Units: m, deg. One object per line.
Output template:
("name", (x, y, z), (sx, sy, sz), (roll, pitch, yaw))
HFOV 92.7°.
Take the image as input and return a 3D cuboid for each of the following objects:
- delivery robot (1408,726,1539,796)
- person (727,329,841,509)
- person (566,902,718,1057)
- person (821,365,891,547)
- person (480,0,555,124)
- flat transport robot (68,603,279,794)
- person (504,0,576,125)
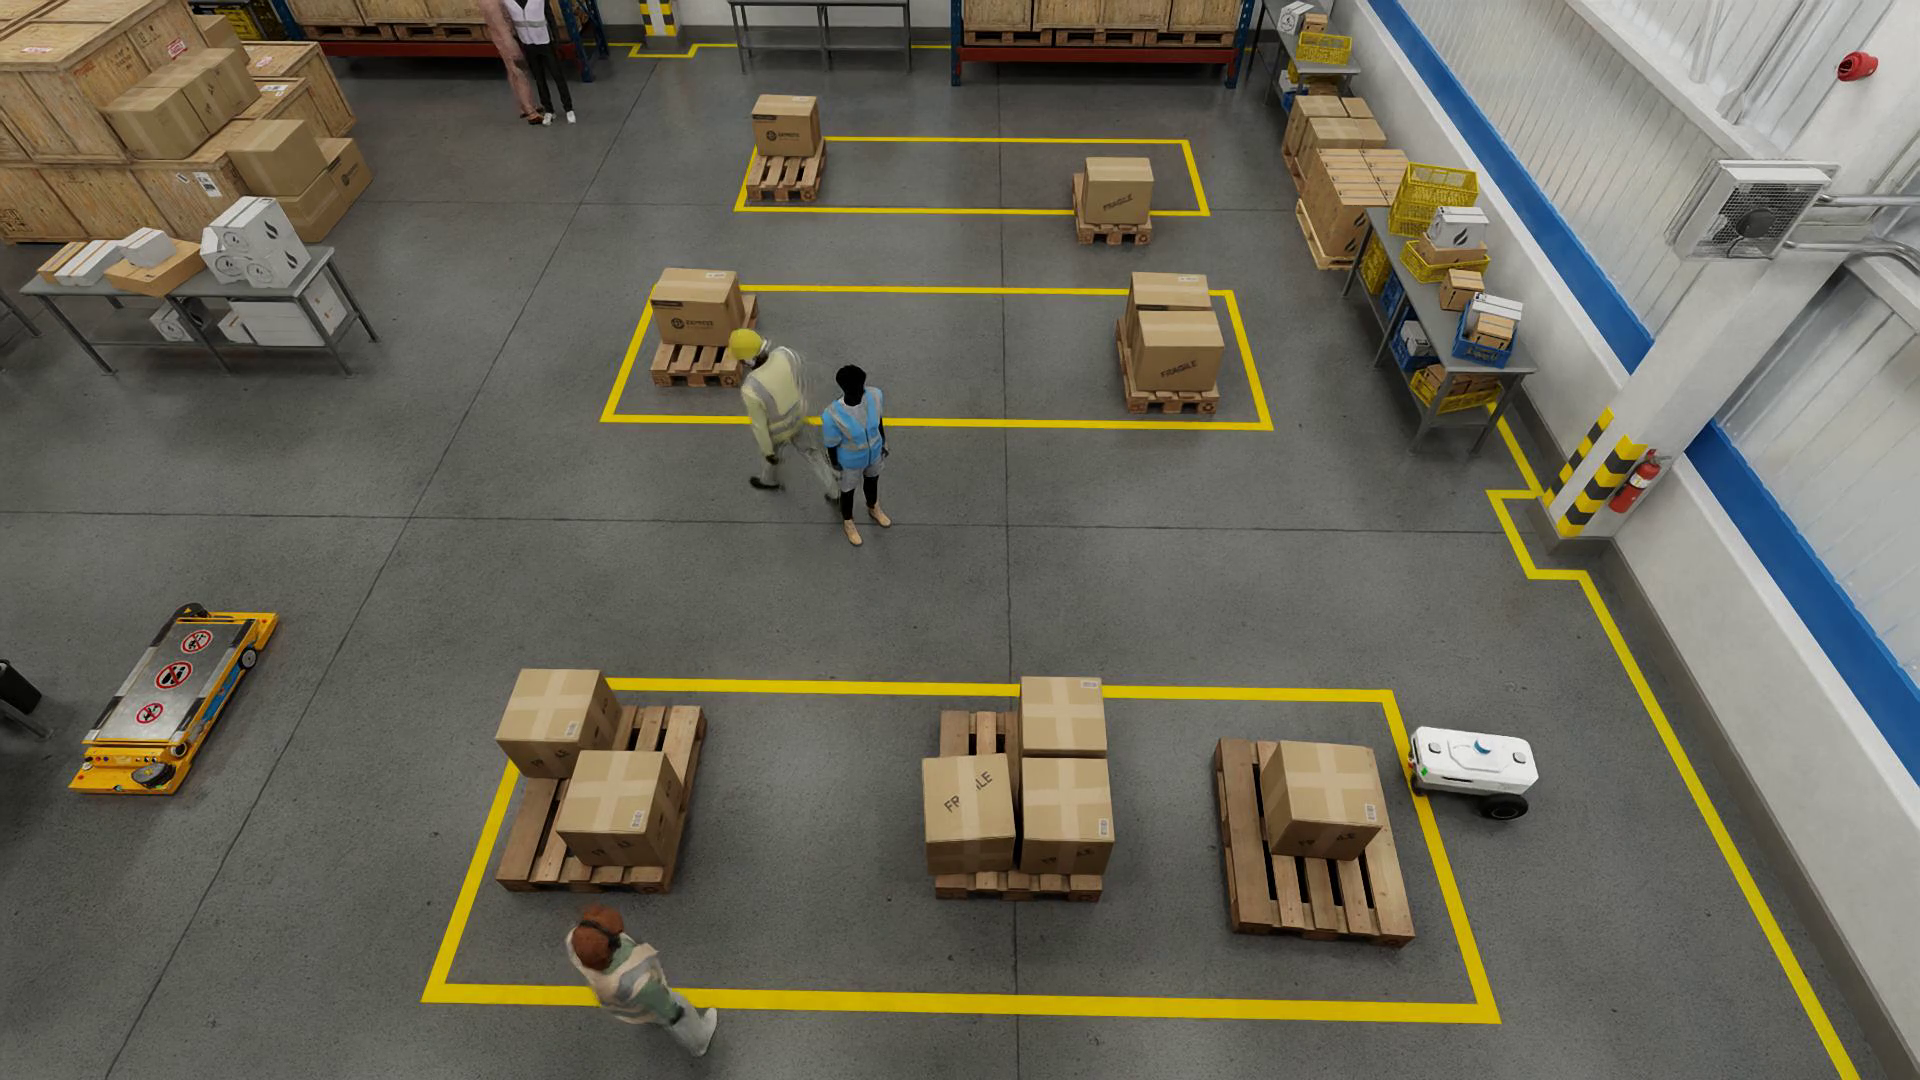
("delivery robot", (3.283, 1.419, 5.903), (0.707, 0.478, 0.477), (6, 50, 5))
("person", (-1.360, -0.917, 7.153), (0.913, 1.775, 0.666), (26, 54, 20))
("person", (-1.595, 2.237, 4.572), (0.534, 1.627, 0.337), (23, 53, 18))
("person", (-0.766, -0.648, 6.968), (0.542, 1.697, 0.316), (-33, 57, -25))
("person", (-5.670, -6.286, 11.621), (0.482, 1.890, 0.646), (-21, 53, -17))
("flat transport robot", (-5.504, 1.072, 6.442), (0.652, 0.197, 1.431), (1, 50, 1))
("person", (-5.330, -6.274, 11.588), (0.590, 1.916, 0.398), (-5, 50, -4))
